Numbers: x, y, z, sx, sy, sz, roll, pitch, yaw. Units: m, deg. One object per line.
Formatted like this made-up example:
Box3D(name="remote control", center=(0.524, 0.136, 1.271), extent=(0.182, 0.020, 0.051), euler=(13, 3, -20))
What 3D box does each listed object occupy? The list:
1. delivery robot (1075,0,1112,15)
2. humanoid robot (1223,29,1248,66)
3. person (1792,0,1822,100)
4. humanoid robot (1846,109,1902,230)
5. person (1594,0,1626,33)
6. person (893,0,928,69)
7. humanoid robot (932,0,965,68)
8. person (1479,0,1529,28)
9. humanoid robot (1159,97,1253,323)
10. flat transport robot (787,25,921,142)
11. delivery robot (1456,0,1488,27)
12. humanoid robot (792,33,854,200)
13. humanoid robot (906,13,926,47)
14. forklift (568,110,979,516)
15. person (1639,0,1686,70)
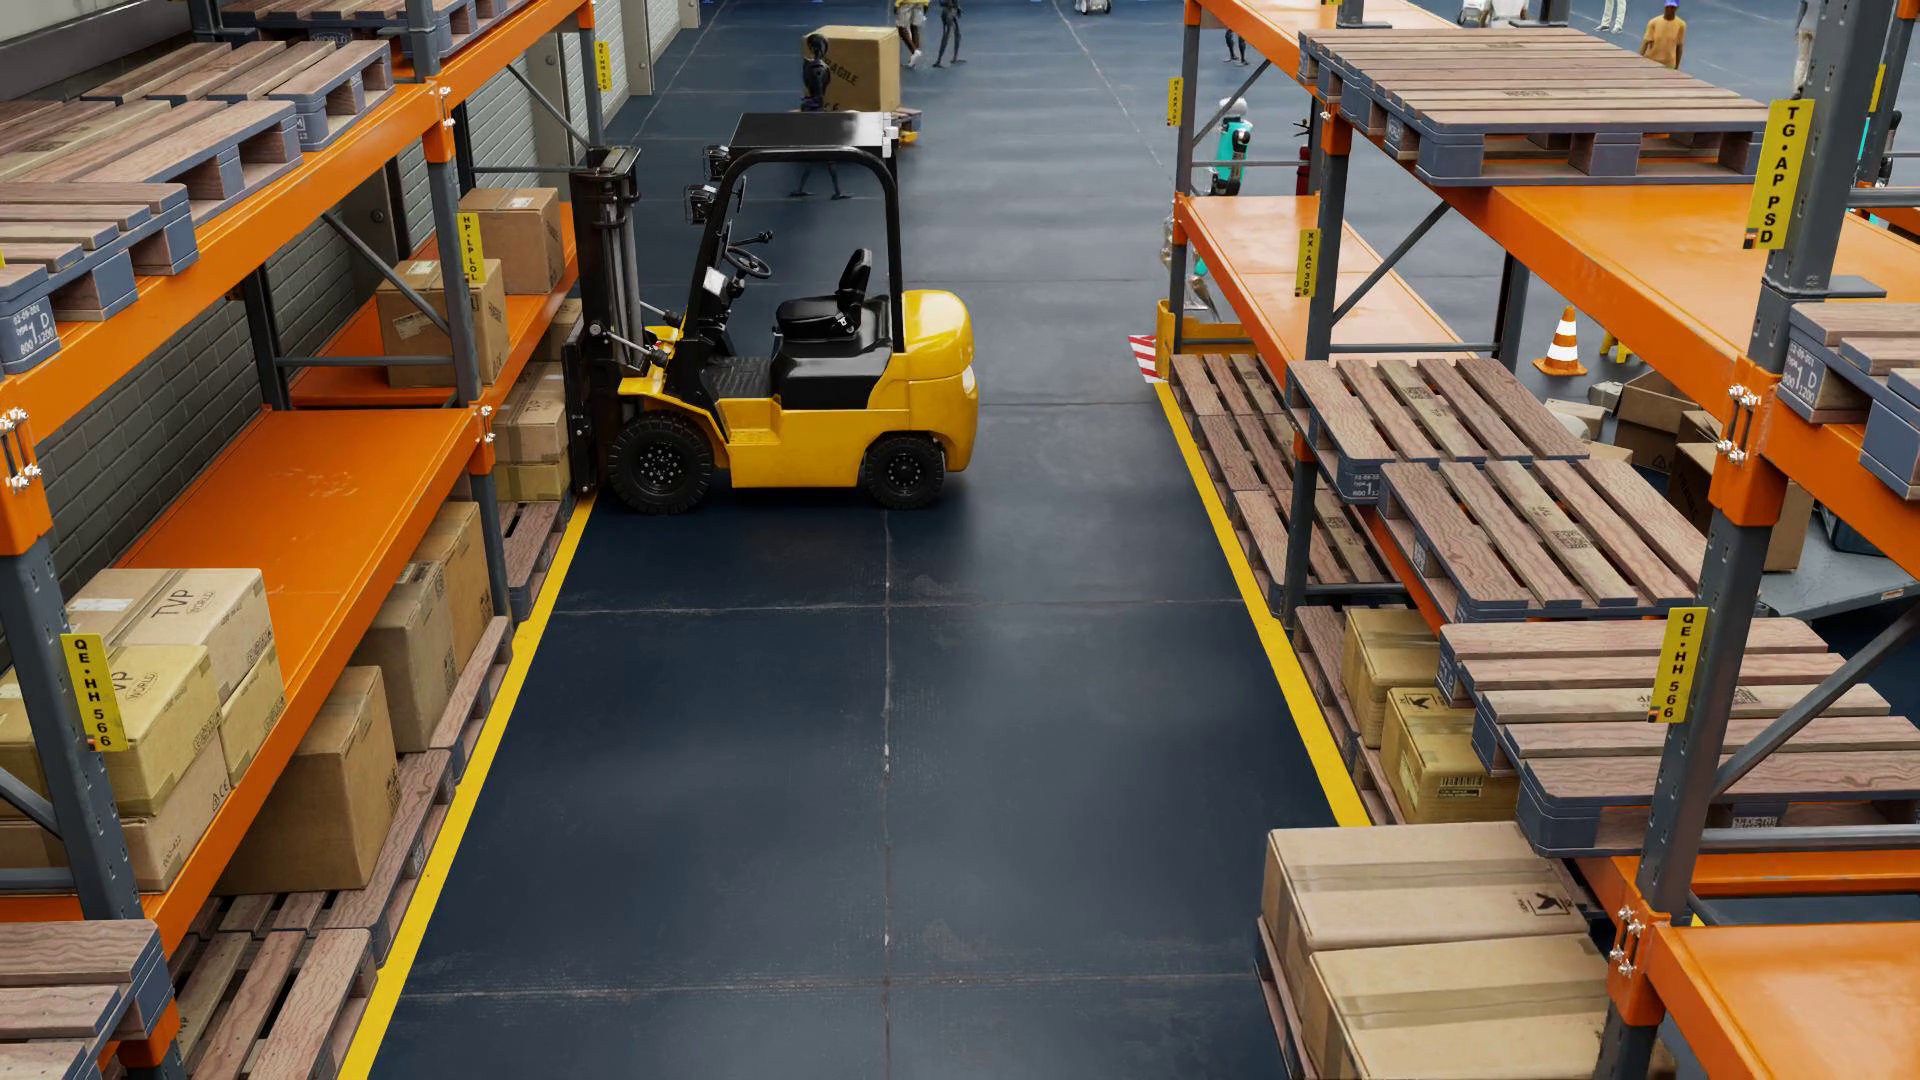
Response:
Box3D(name="delivery robot", center=(2.308, -9.482, 29.071), extent=(0.520, 0.614, 0.785), euler=(-10, 27, -20))
Box3D(name="humanoid robot", center=(4.014, -7.642, 23.852), extent=(0.419, 1.641, 0.586), euler=(-18, 31, -33))
Box3D(name="person", center=(11.053, -6.573, 21.472), extent=(0.381, 1.749, 0.544), euler=(-15, 29, -29))
Box3D(name="humanoid robot", center=(7.147, -2.690, 13.121), extent=(0.533, 1.680, 0.735), euler=(-1, 25, -2))
Box3D(name="person", center=(10.598, -9.086, 26.805), extent=(0.342, 1.748, 0.571), euler=(-14, 29, -28))
Box3D(name="person", center=(-0.668, -7.599, 23.520), extent=(0.577, 1.875, 0.527), euler=(-16, 29, -30))
Box3D(name="humanoid robot", center=(-0.164, -7.669, 23.919), extent=(0.423, 1.627, 0.641), euler=(4, 26, 8))
Box3D(name="person", center=(6.848, -6.369, 20.982), extent=(0.571, 1.817, 0.779), euler=(-1, 25, -1))
Box3D(name="humanoid robot", center=(1.840, -2.504, 12.949), extent=(0.758, 1.832, 0.542), euler=(-1, 25, -2))
Box3D(name="flat transport robot", center=(-1.199, -4.596, 19.036), extent=(0.659, 0.231, 1.431), euler=(18, 31, 34))
Box3D(name="delivery robot", center=(8.677, -8.883, 27.770), extent=(0.516, 0.585, 0.754), euler=(18, 31, 34))
Box3D(name="humanoid robot", center=(-1.403, -4.257, 16.712), extent=(0.608, 1.632, 0.626), euler=(-5, 26, -10))
Box3D(name="humanoid robot", center=(-0.671, -8.348, 25.365), extent=(0.563, 1.875, 0.768), euler=(4, 26, 8))
Box3D(name="forklift", center=(-1.043, -1.379, 9.976), extent=(2.313, 2.155, 1.214), euler=(-1, 25, -2))
Box3D(name="person", center=(8.062, -5.455, 19.210), extent=(0.460, 1.663, 0.921), euler=(11, 28, 23))
